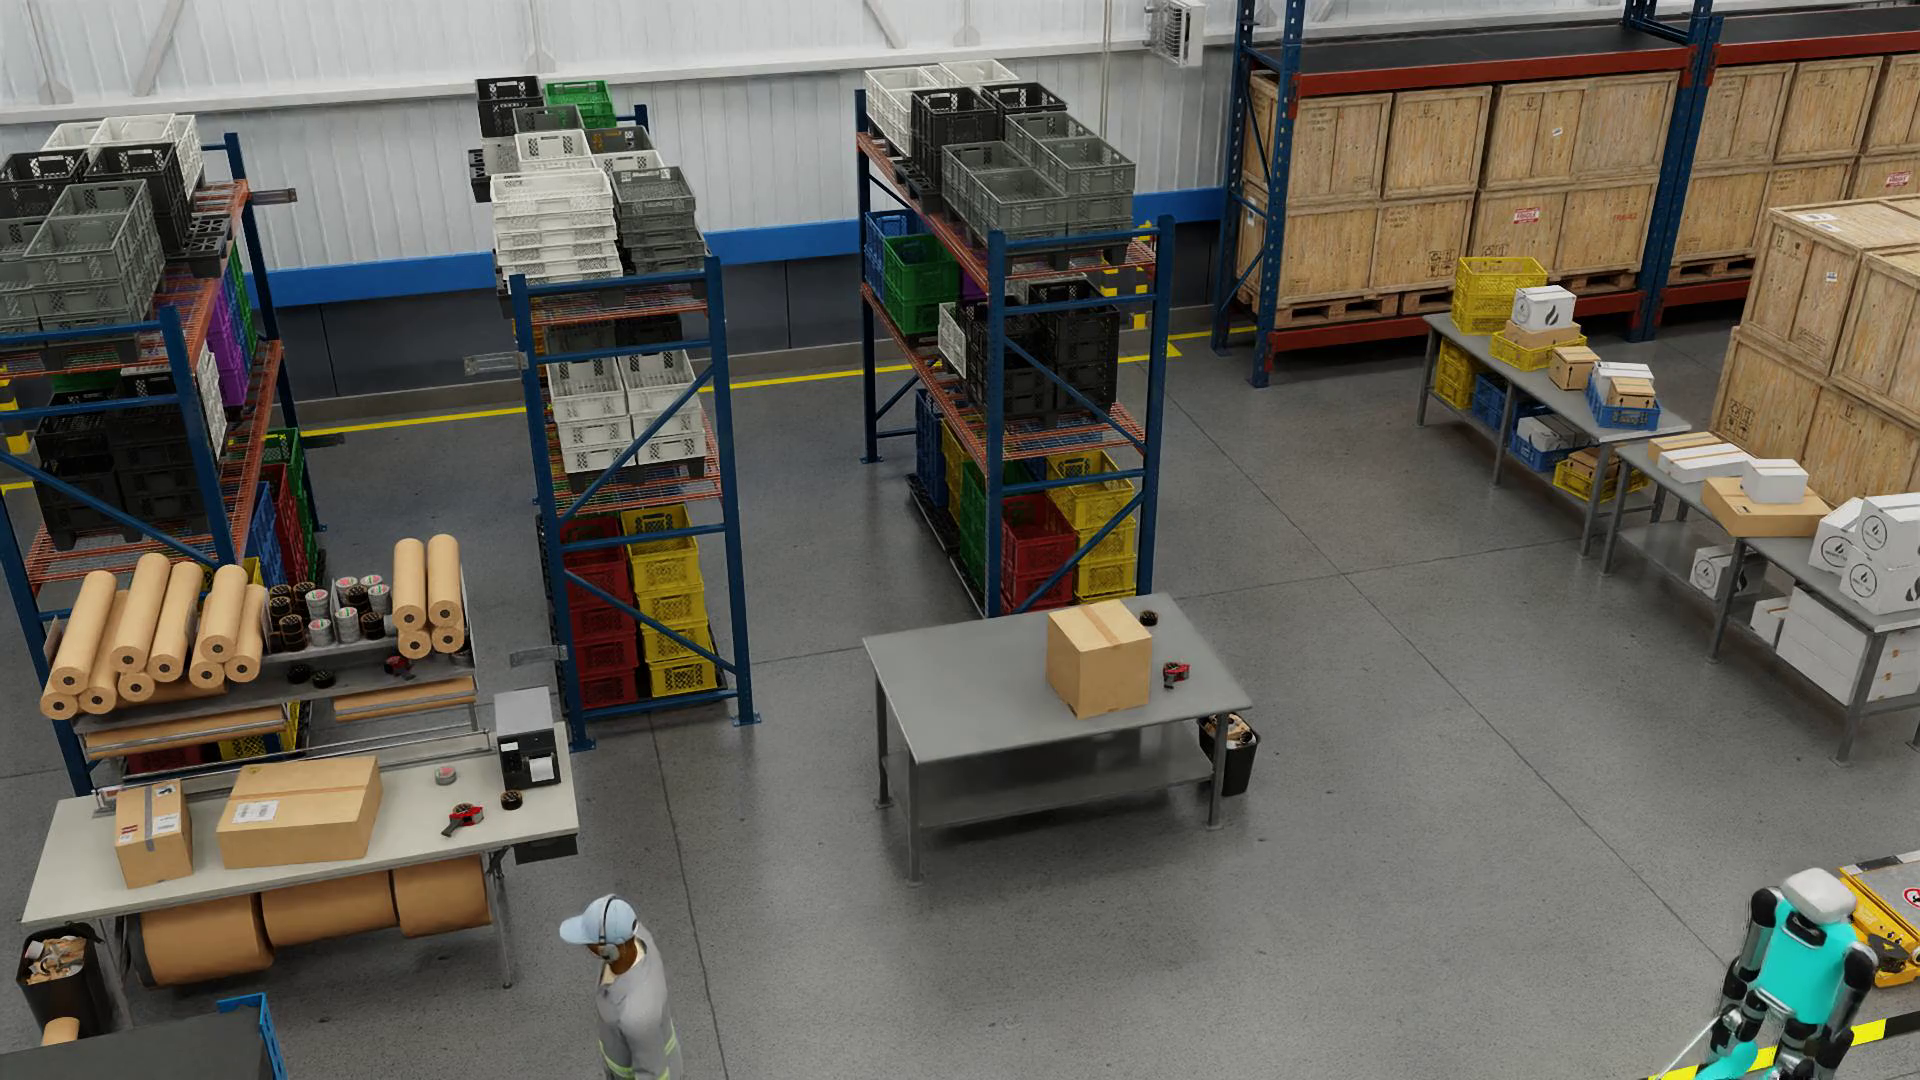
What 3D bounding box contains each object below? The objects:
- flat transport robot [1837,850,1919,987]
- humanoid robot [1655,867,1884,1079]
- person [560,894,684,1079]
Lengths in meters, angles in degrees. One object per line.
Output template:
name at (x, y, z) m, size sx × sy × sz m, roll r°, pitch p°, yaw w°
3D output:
flat transport robot at (5.163, 1.916, 8.676) m, size 1.431 × 0.231 × 0.659 m, roll -8°, pitch 30°, yaw -14°
humanoid robot at (3.161, 2.140, 6.720) m, size 0.969 × 1.728 × 0.540 m, roll -15°, pitch 32°, yaw -25°
person at (-1.301, 2.141, 6.625) m, size 0.396 × 1.850 × 0.587 m, roll -8°, pitch 30°, yaw -14°
